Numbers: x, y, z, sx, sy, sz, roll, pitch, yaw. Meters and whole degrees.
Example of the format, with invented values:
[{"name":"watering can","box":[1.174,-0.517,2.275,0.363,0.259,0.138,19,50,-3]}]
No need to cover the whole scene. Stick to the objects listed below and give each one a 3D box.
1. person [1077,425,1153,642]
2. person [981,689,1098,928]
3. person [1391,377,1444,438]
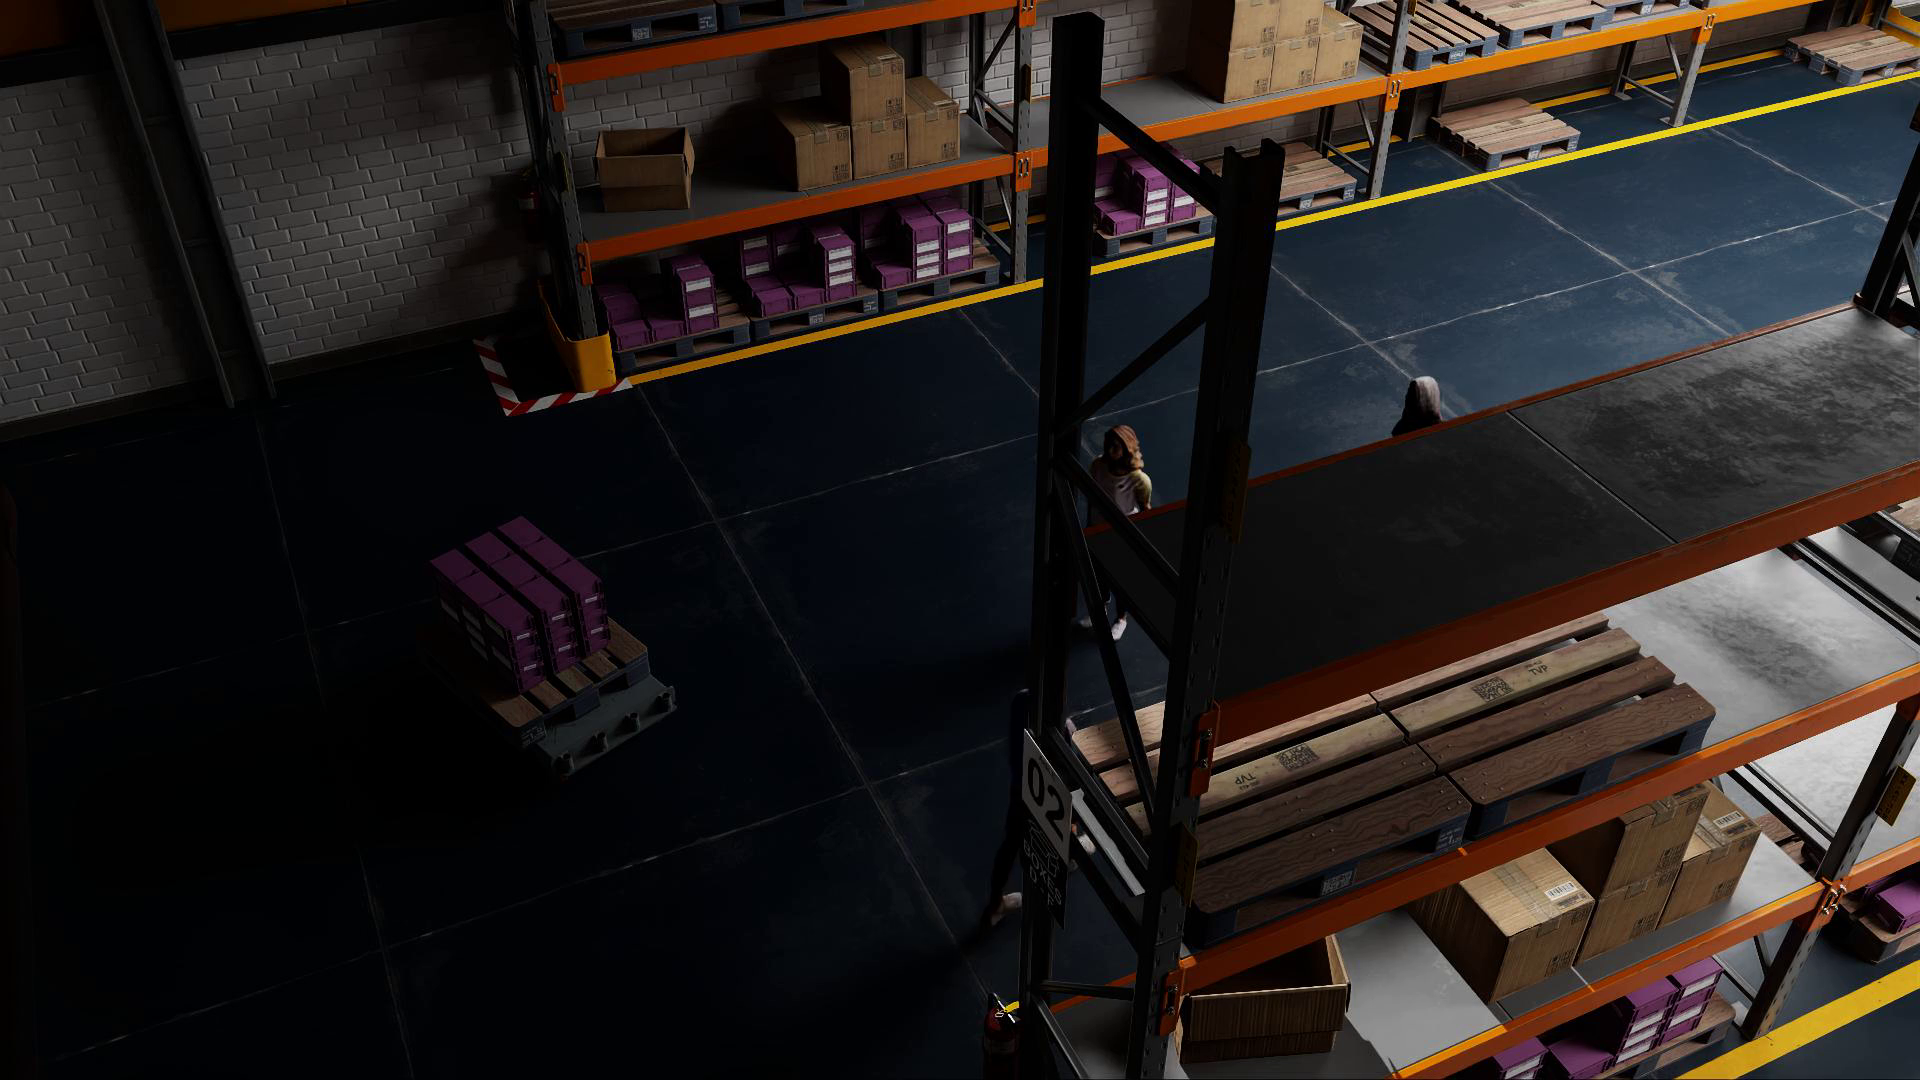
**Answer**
[{"name":"person","box":[1.042,-0.054,11.135,0.707,1.722,0.703,24,45,27]},{"name":"person","box":[0.384,1.413,9.218,1.018,1.820,1.311,29,47,31]},{"name":"person","box":[3.162,-0.373,11.532,1.017,1.725,0.708,-10,40,-12]}]
